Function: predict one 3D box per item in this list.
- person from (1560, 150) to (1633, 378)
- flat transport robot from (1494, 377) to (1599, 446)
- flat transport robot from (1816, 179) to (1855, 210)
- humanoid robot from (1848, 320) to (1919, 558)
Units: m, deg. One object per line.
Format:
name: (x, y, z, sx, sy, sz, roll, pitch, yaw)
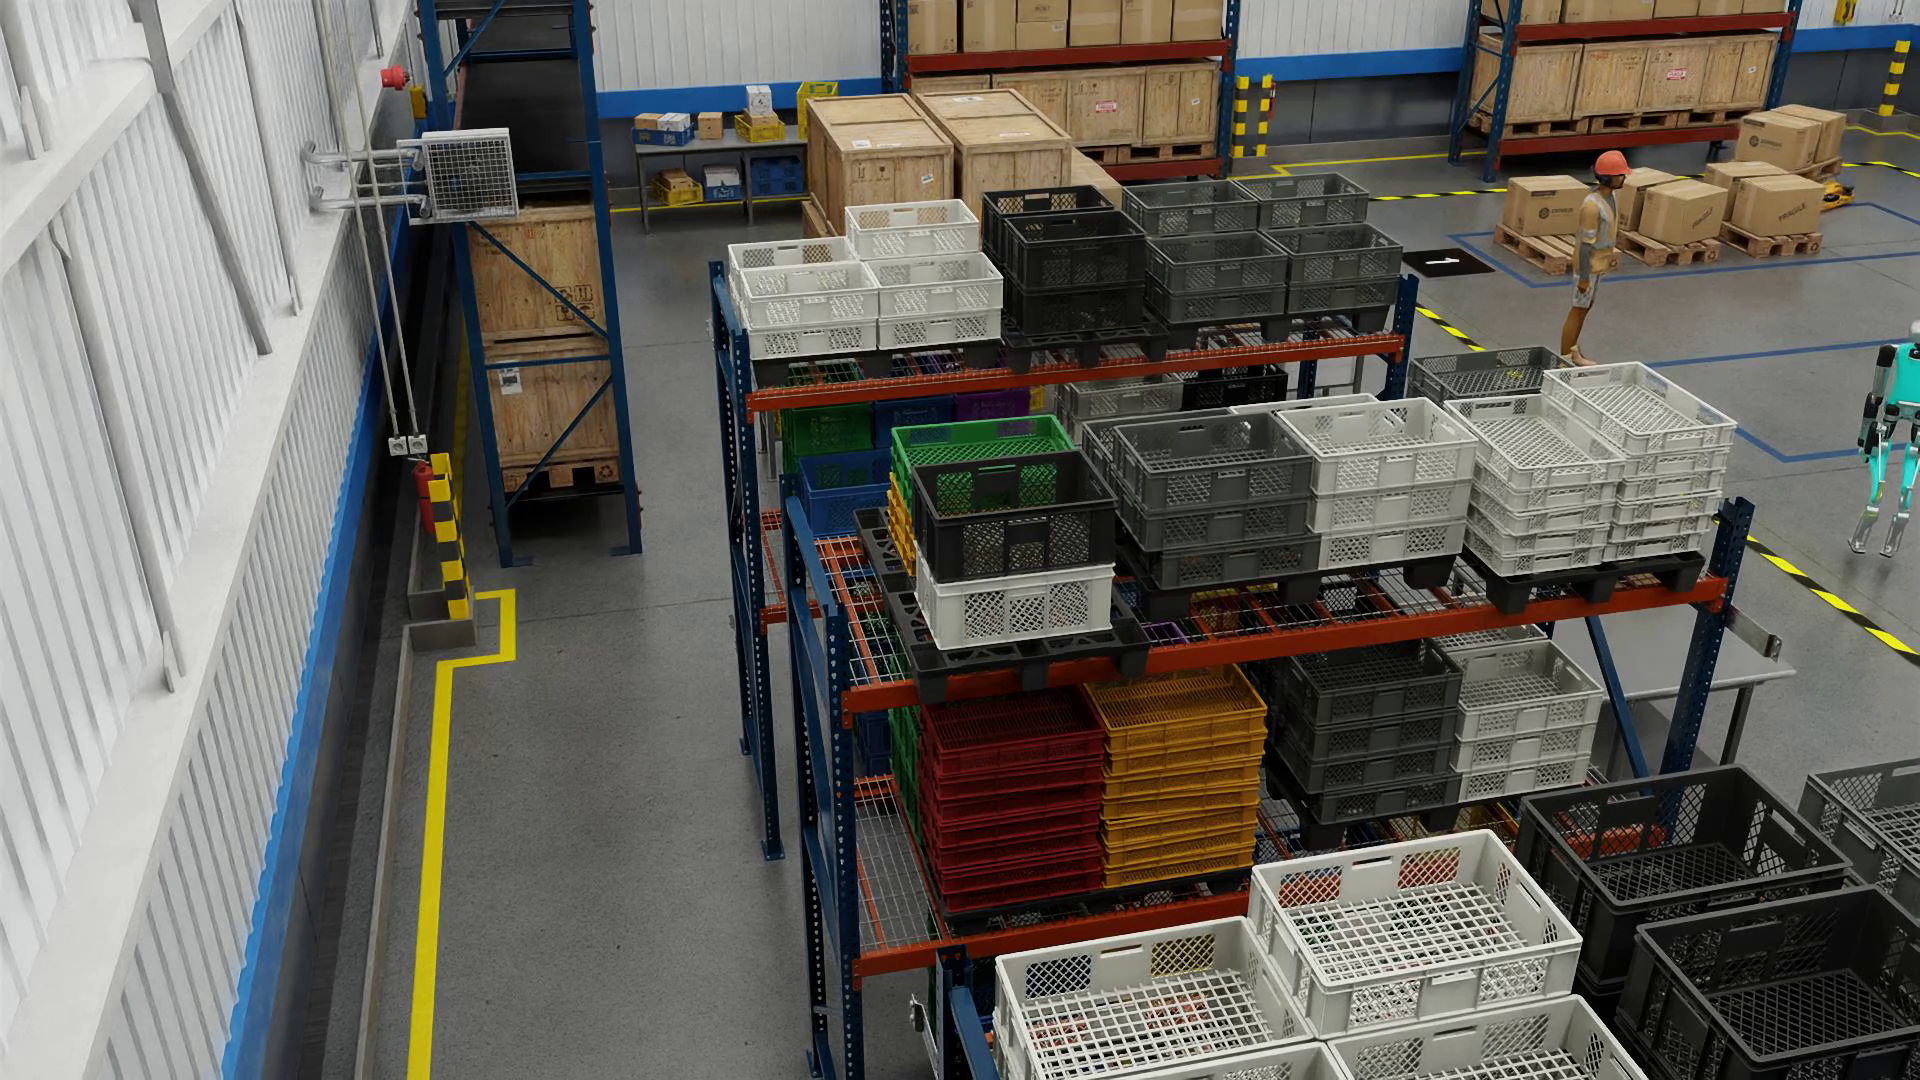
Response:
person: (5.623, -2.437, 14.765, 0.359, 2.047, 0.613, 17, 32, 28)
flat transport robot: (4.780, -1.036, 14.013, 0.659, 0.231, 1.431, -6, 28, -12)
flat transport robot: (10.021, -4.322, 20.216, 0.652, 0.197, 1.431, -20, 34, -33)
humanoid robot: (6.516, -0.638, 11.533, 0.533, 1.681, 0.734, 13, 31, 24)
